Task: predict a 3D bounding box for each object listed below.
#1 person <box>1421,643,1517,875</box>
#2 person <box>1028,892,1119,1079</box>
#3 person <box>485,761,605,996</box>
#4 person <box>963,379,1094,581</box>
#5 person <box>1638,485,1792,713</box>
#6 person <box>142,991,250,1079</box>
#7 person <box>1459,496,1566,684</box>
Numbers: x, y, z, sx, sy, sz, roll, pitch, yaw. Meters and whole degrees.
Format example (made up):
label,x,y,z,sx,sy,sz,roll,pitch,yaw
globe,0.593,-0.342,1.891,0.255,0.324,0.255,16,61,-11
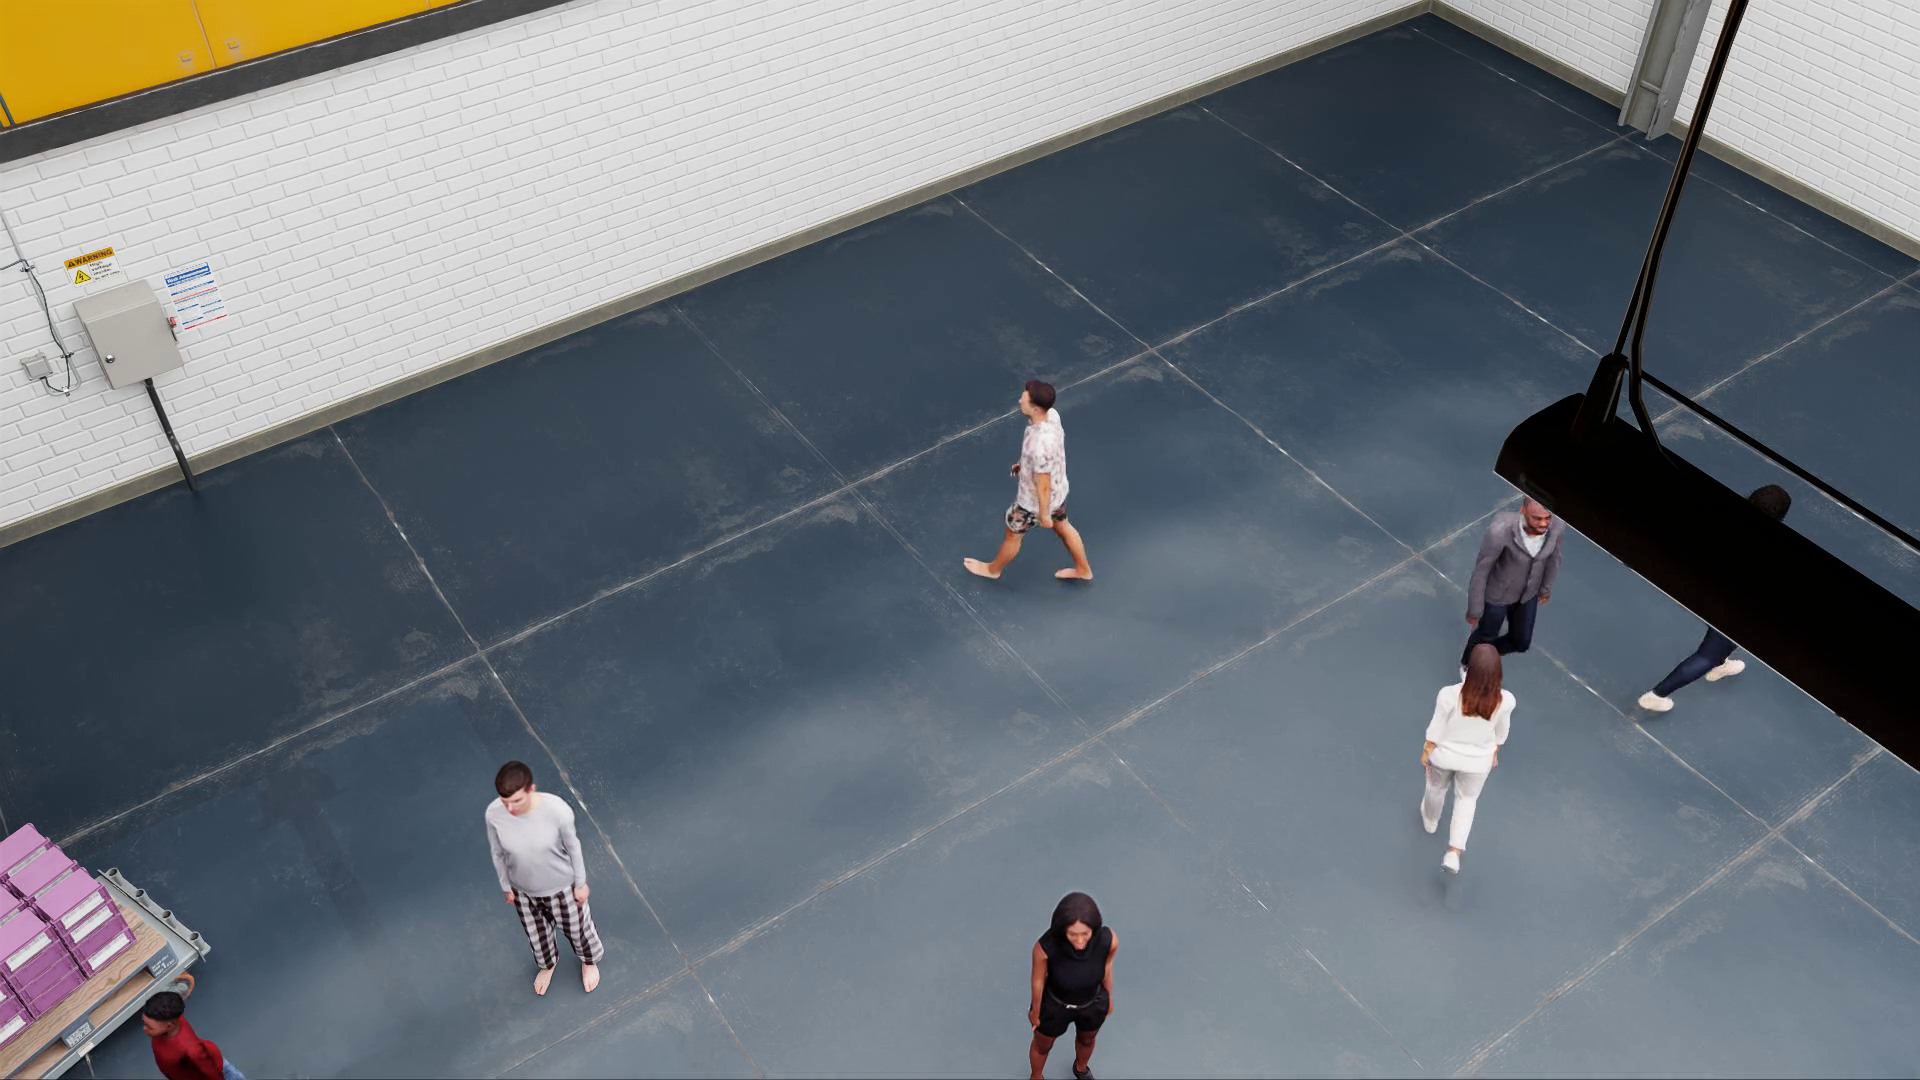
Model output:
label,x,y,z,sx,sy,sz,roll,pitch,yaw
person,2.914,1.280,9.621,0.952,1.674,1.015,6,44,6
person,0.564,2.351,8.449,0.658,1.741,0.629,-10,44,-10
person,-2.240,1.807,8.942,0.703,1.848,0.716,-1,44,-1
person,0.641,-0.331,11.237,1.235,1.777,1.135,10,45,11
person,4.787,0.422,10.448,0.994,1.775,1.171,-9,44,-10
person,-3.828,2.655,8.497,0.646,1.234,0.779,-33,53,-30
person,3.454,0.268,10.592,0.886,1.798,0.836,-6,44,-6
